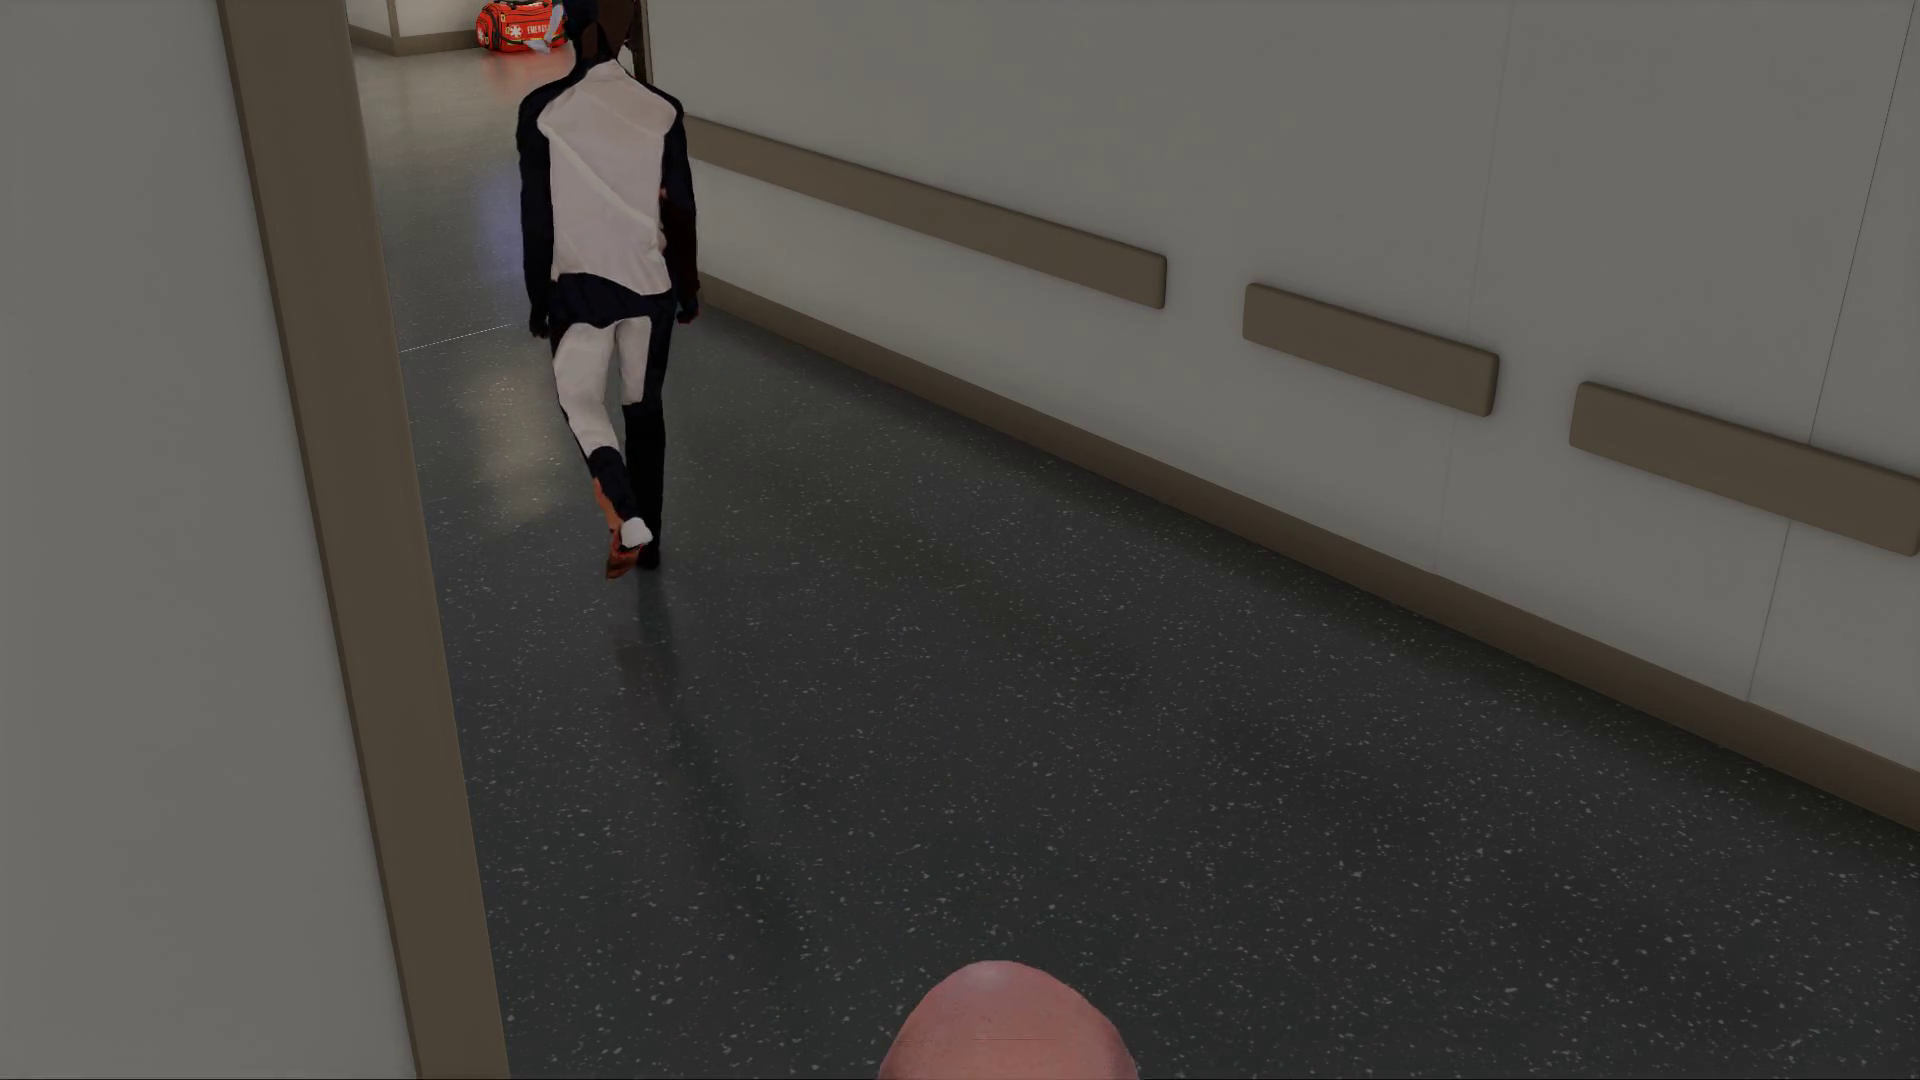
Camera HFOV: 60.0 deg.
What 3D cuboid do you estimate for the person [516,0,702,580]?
[{"bbox_3d":[-1.043,-0.720,5.051,0.926,1.878,0.917,-10,27,-19],"label":"person"}]
